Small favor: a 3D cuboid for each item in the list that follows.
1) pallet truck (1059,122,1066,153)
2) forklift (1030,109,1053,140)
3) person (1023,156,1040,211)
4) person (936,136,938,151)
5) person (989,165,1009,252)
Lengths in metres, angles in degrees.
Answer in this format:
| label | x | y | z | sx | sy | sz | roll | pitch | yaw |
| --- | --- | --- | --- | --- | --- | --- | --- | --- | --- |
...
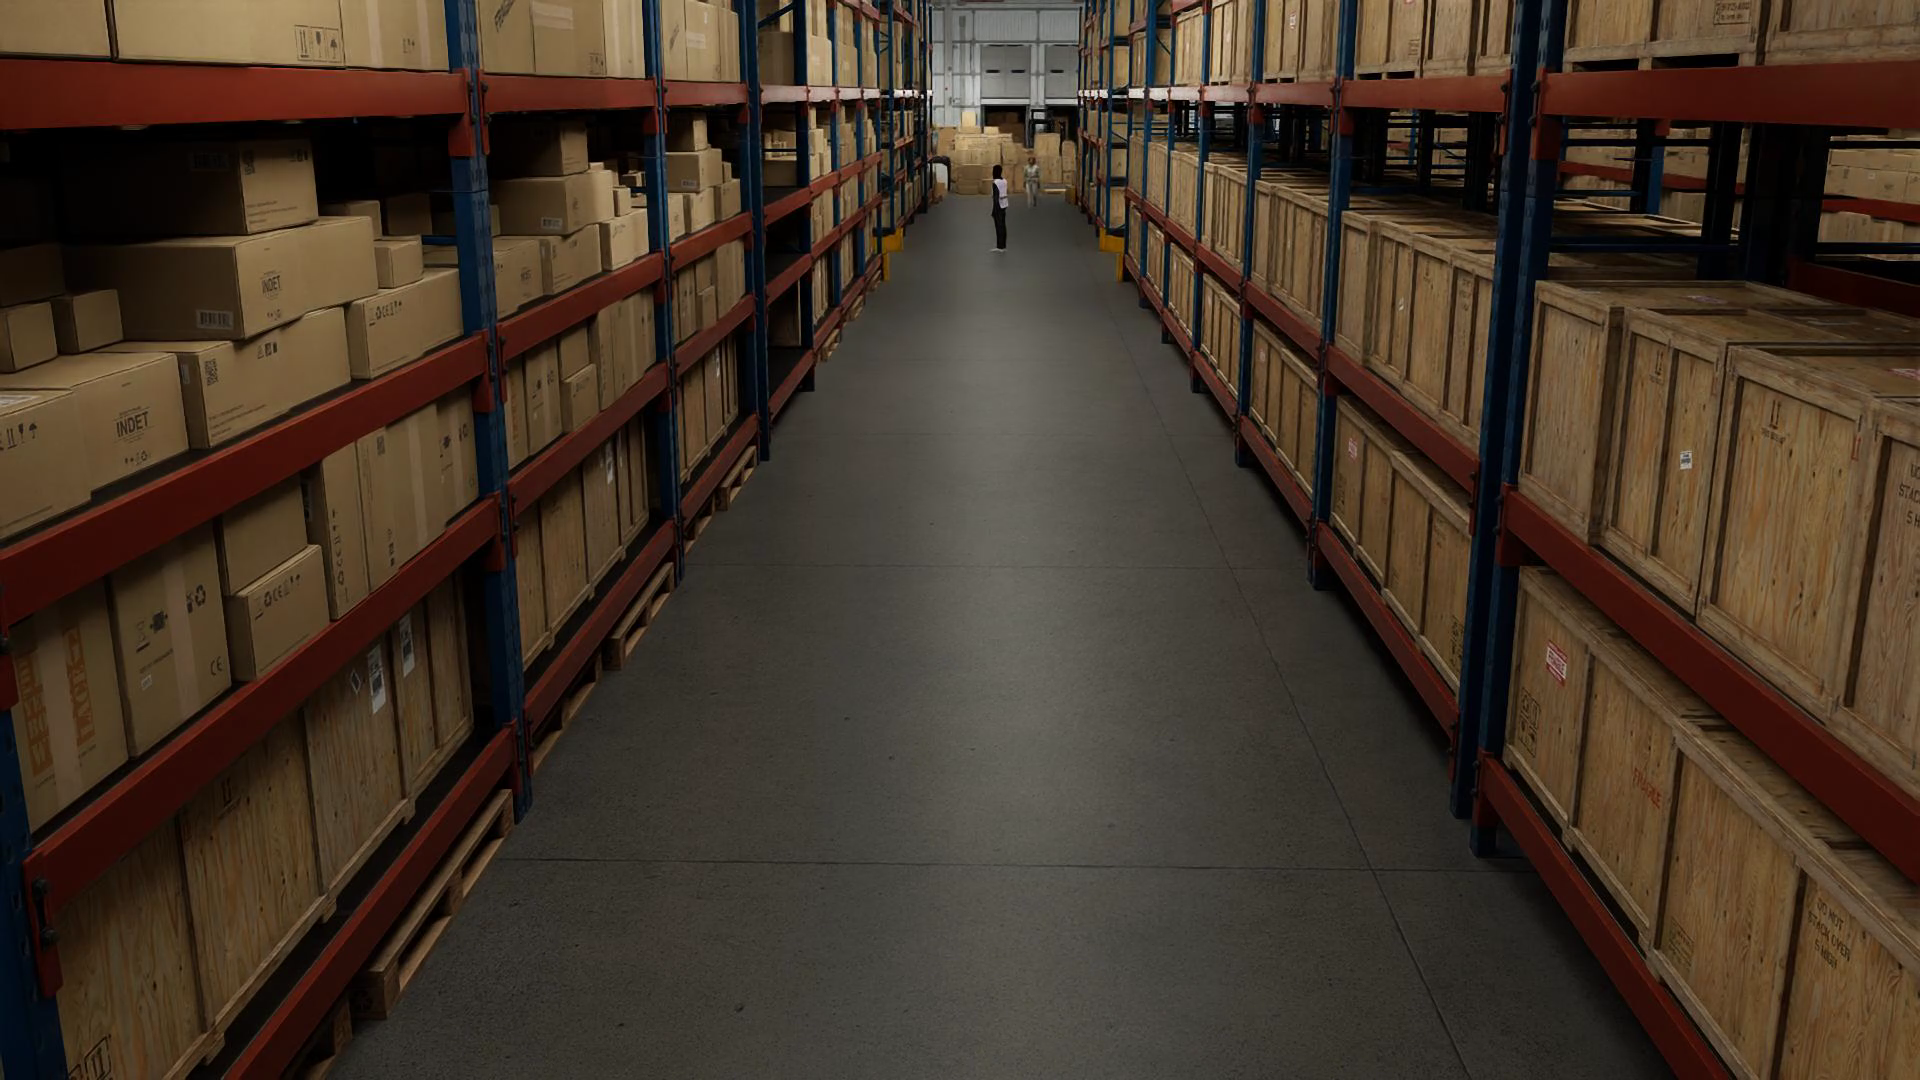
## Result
| label | x | y | z | sx | sy | sz | roll | pitch | yaw |
| --- | --- | --- | --- | --- | --- | --- | --- | --- | --- |
| pallet truck | 5.788 | -21.111 | 88.014 | 1.885 | 1.965 | 0.823 | 5 | 16 | 18 |
| forklift | 3.436 | -16.836 | 70.433 | 1.129 | 2.768 | 1.873 | 0 | 15 | 2 |
| person | 2.145 | -10.736 | 50.111 | 0.522 | 1.625 | 0.388 | 2 | 15 | 9 |
| person | -0.934 | -19.948 | 84.385 | 0.537 | 1.621 | 0.386 | 1 | 15 | 5 |
| person | 0.880 | -7.411 | 37.189 | 0.395 | 1.920 | 0.587 | 6 | 16 | 22 |
